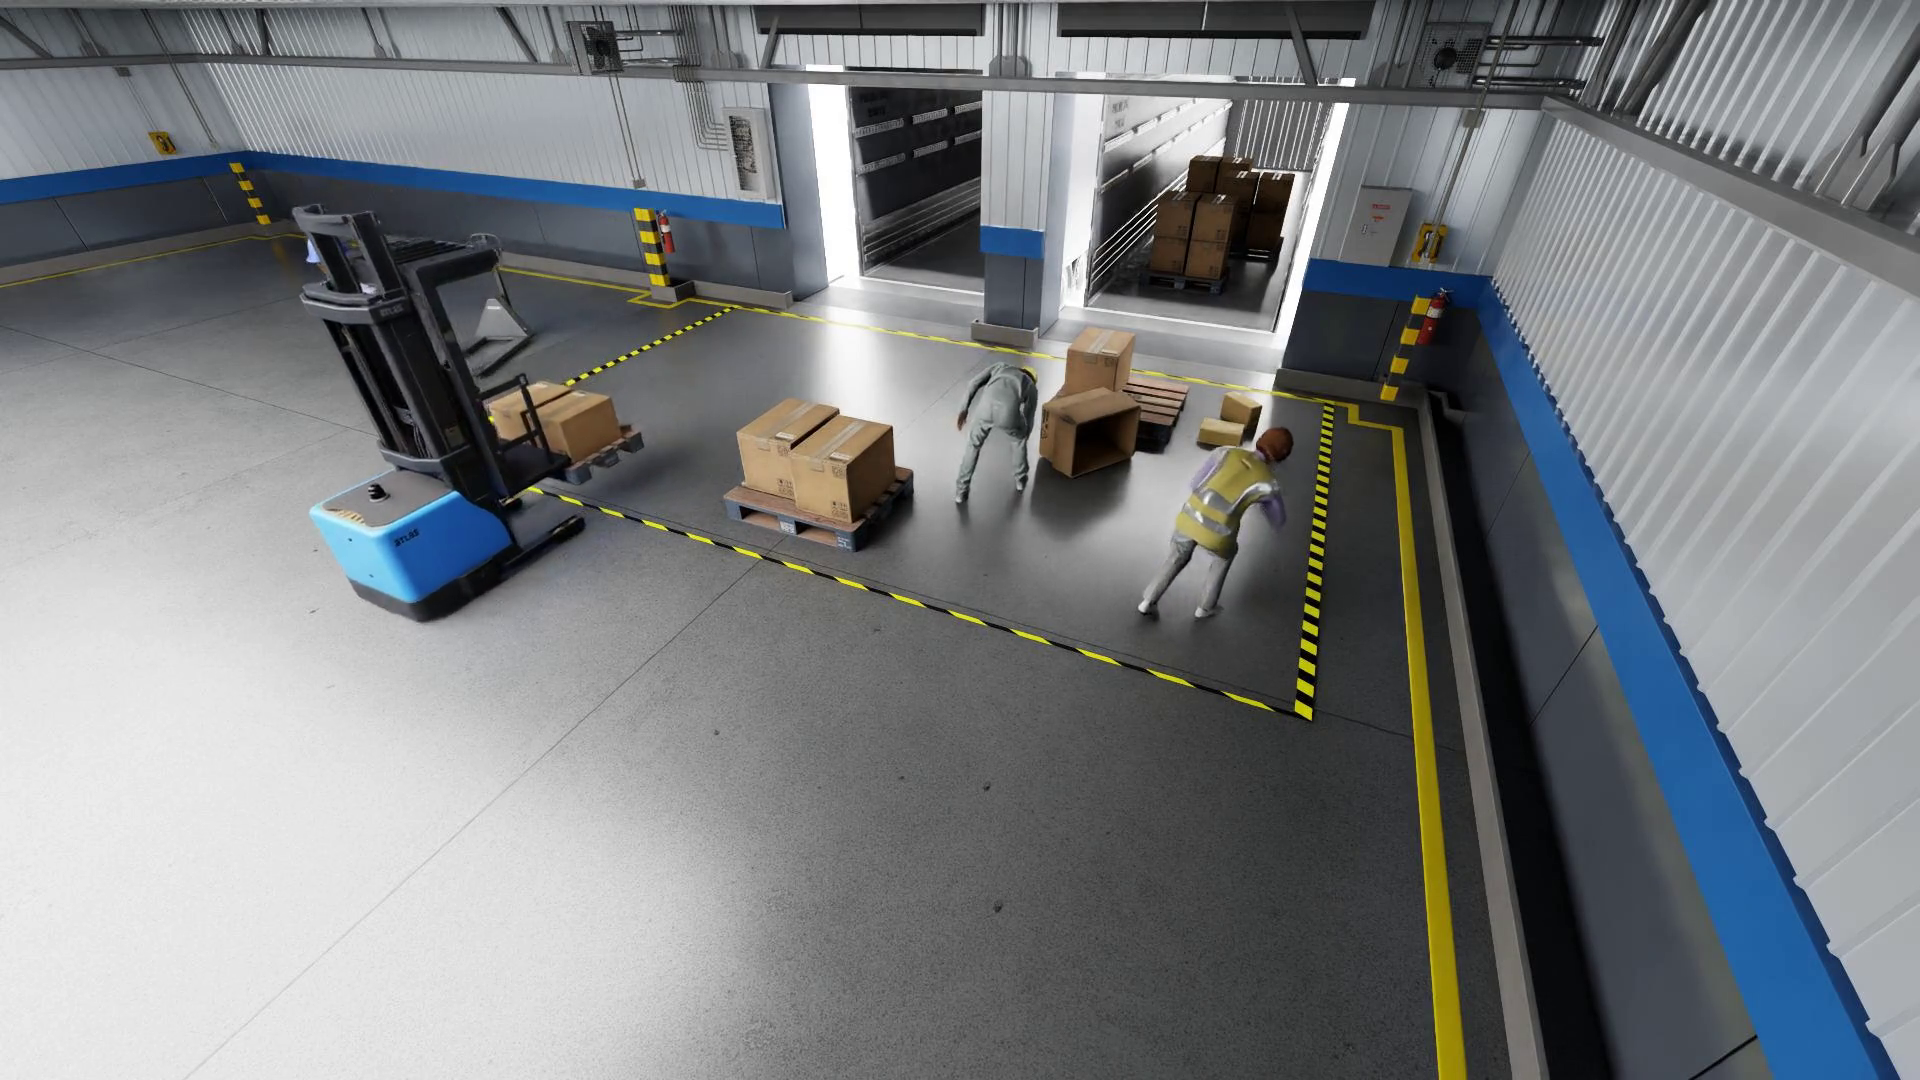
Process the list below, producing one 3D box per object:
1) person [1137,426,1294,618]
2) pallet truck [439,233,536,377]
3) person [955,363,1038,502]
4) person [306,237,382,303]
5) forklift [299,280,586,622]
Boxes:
[{"bbox_3d":[1.657,-0.054,4.651,0.608,1.317,0.937,30,45,35],"label":"person"},{"bbox_3d":[-5.664,-2.712,8.427,0.680,1.201,1.601,0,35,-1],"label":"pallet truck"},{"bbox_3d":[0.310,-0.952,6.090,0.644,1.094,0.833,3,36,4],"label":"person"},{"bbox_3d":[-5.016,-1.642,6.325,0.623,1.928,0.451,17,39,22],"label":"person"},{"bbox_3d":[-3.650,-0.548,4.698,0.716,2.013,0.776,15,38,20],"label":"forklift"}]
